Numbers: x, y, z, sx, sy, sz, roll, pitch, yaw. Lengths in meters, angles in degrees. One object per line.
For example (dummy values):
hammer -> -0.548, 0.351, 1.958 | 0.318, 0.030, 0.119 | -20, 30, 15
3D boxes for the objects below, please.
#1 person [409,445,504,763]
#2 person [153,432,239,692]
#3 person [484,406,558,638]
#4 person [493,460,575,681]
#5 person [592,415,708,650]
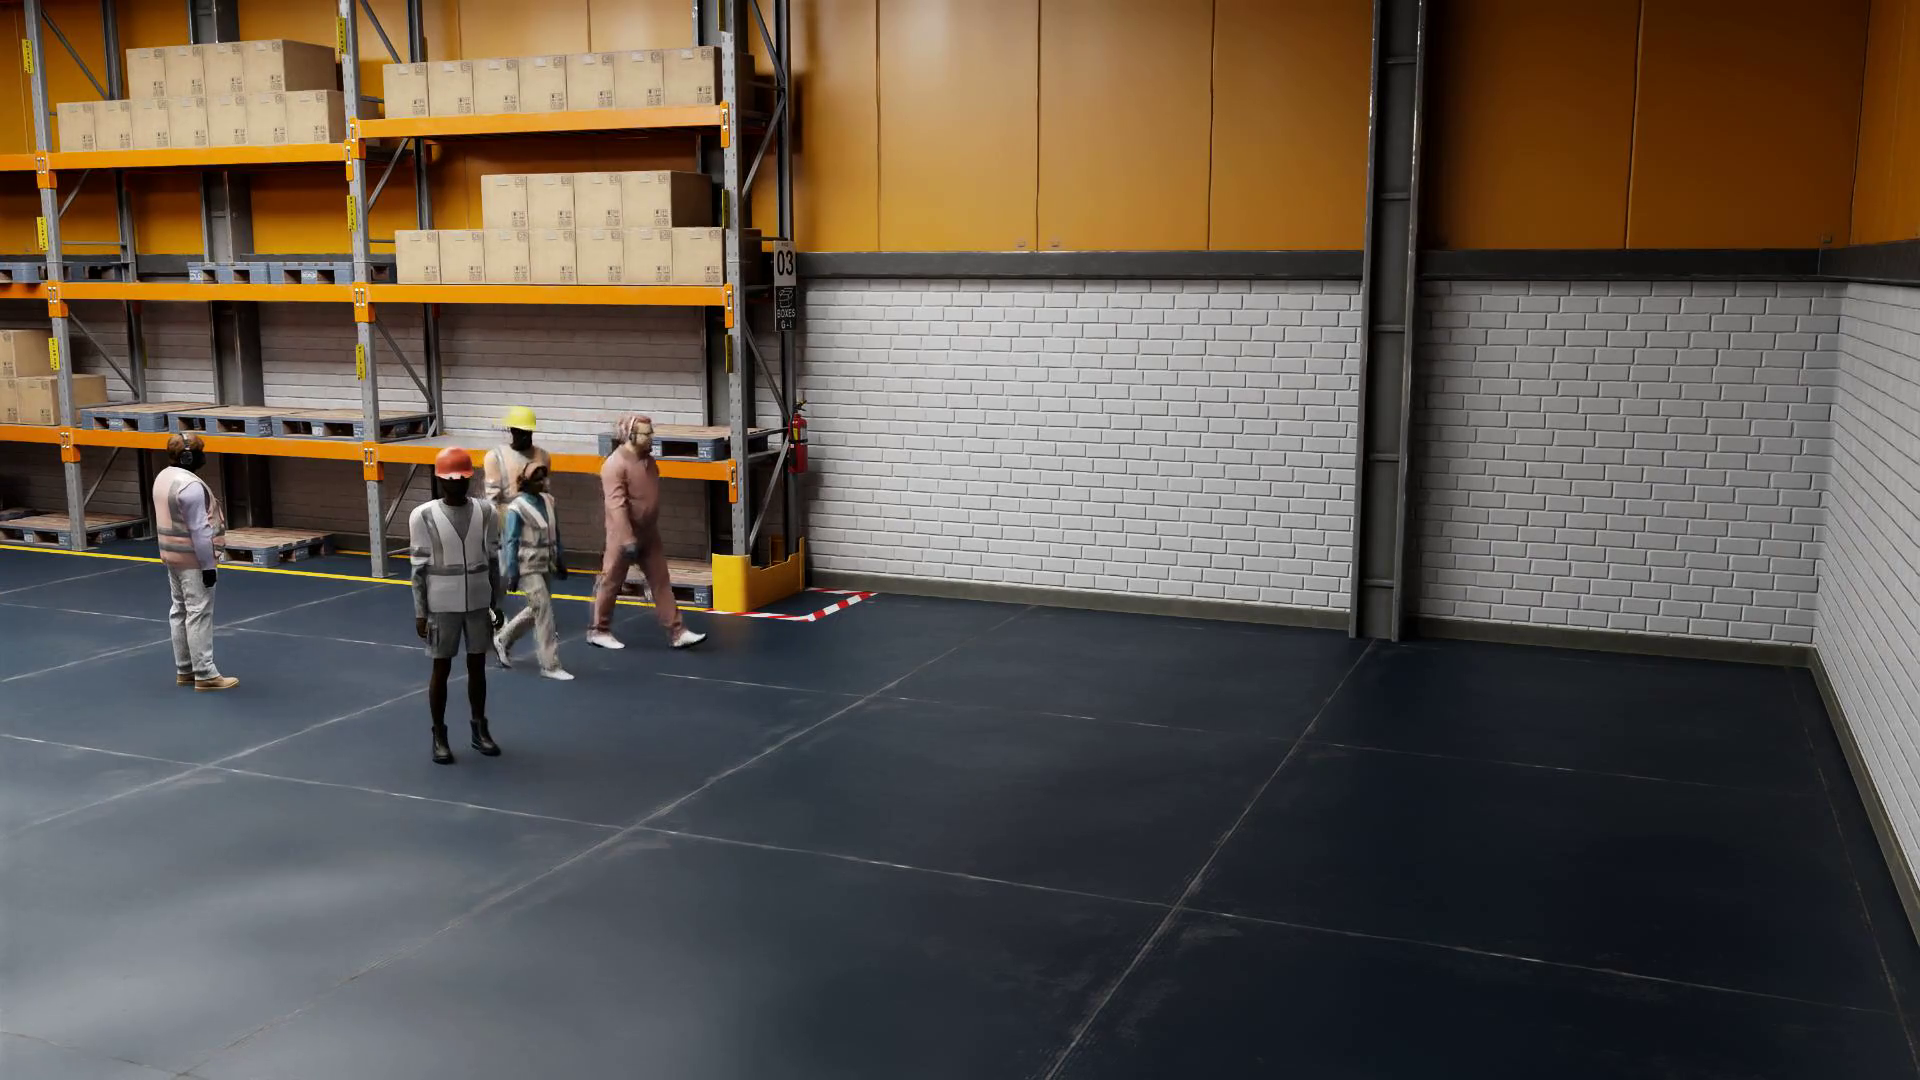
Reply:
person -> -3.040, 0.385, 10.120 | 0.551, 1.934, 0.373 | -6, 11, -34
person -> -5.442, 0.153, 11.817 | 0.625, 1.844, 0.429 | 9, 13, 43
person -> -3.638, -0.170, 13.643 | 0.590, 1.892, 0.924 | -7, 12, -36
person -> -3.164, 0.207, 12.178 | 0.752, 1.611, 0.514 | 3, 10, 18
person -> -2.495, -0.037, 12.927 | 0.978, 1.854, 0.652 | 5, 10, 27
